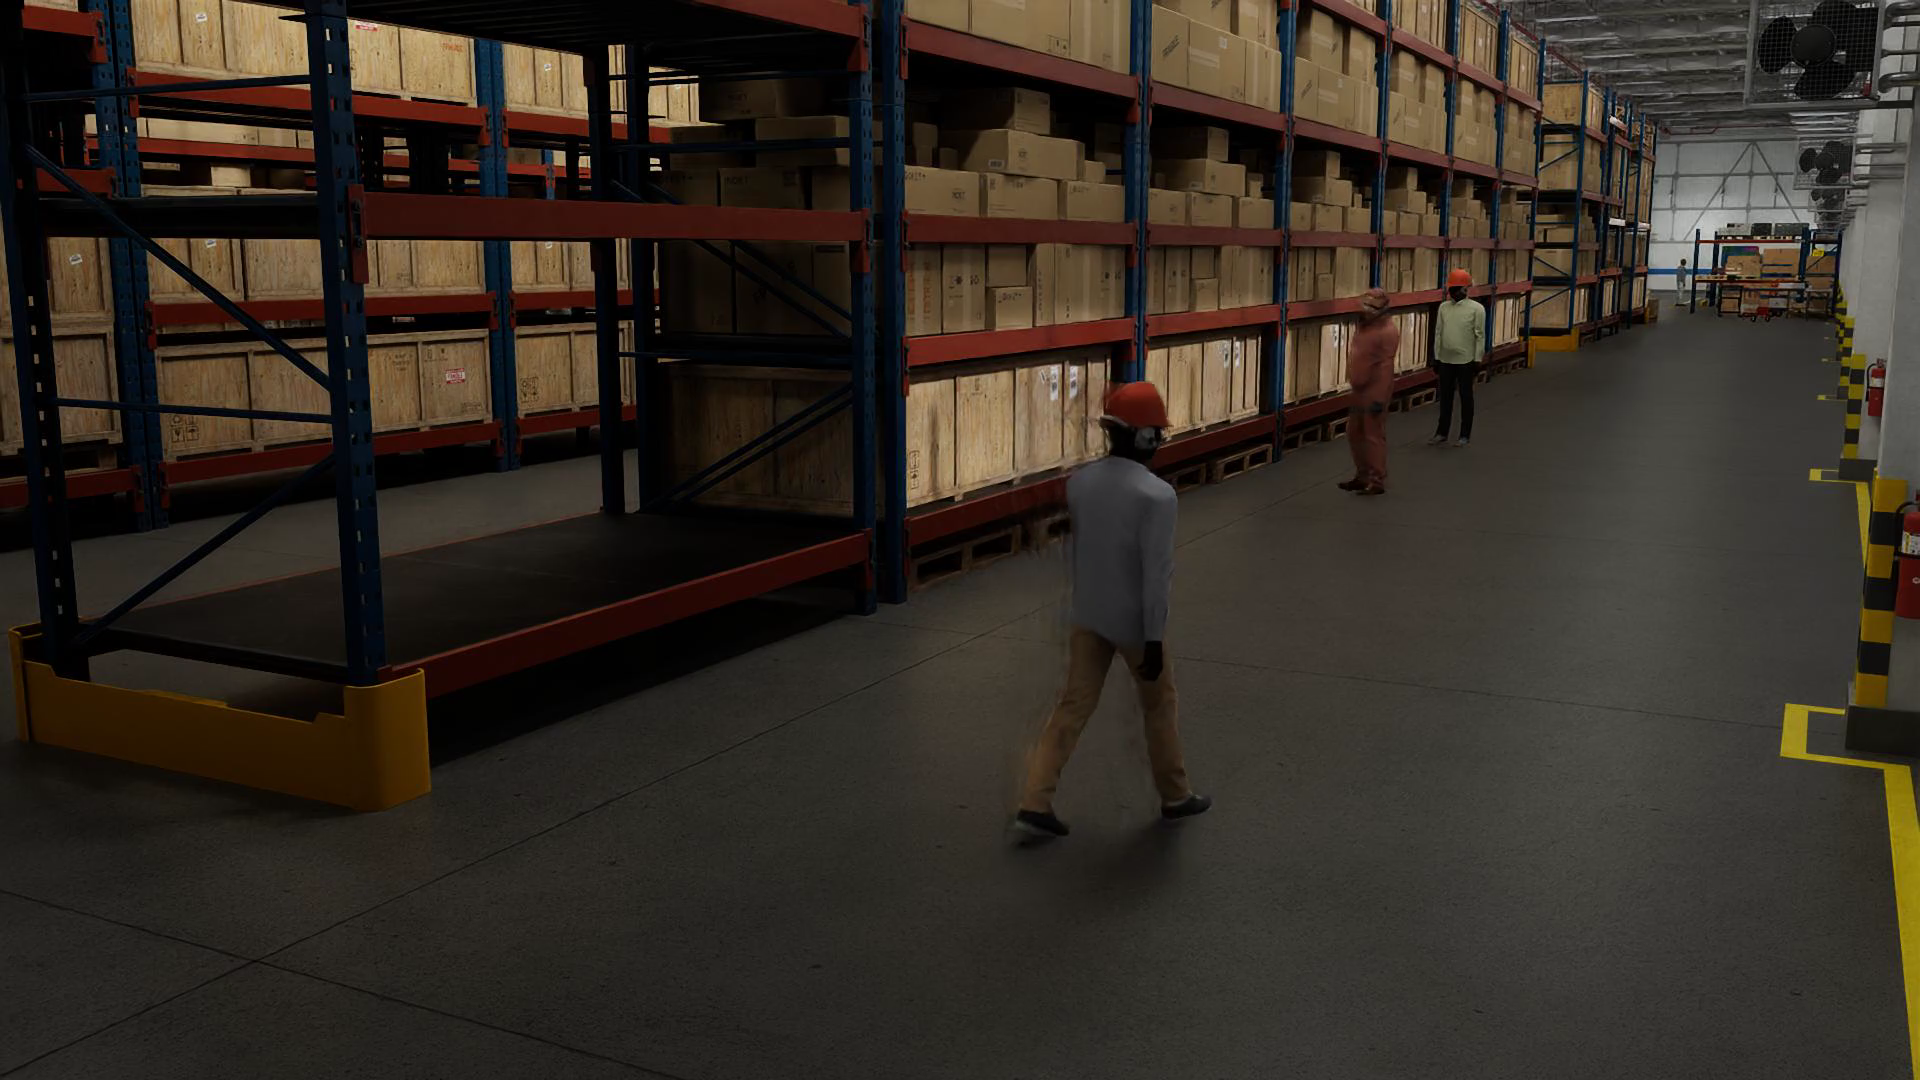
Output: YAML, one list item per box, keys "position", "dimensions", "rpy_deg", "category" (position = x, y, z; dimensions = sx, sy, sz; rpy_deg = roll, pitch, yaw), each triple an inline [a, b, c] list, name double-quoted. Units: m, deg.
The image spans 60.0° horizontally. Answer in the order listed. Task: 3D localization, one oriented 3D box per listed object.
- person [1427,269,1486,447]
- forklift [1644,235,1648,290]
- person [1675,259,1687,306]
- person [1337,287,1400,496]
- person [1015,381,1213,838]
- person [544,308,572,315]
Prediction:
- position: [5.592, -2.037, 18.715]
  dimensions: [0.392, 1.990, 0.611]
  rpy_deg: [-8, 13, -39]
  category: "person"
- position: [24.657, -9.792, 61.036]
  dimensions: [1.129, 2.768, 1.873]
  rpy_deg: [5, 11, 27]
  category: "forklift"
- position: [29.403, -10.484, 67.763]
  dimensions: [0.367, 1.939, 0.635]
  rpy_deg: [0, 10, 0]
  category: "person"
- position: [3.673, -1.318, 14.898]
  dimensions: [0.441, 1.878, 0.690]
  rpy_deg: [-2, 10, -12]
  category: "person"
- position: [0.573, 0.267, 6.191]
  dimensions: [0.889, 1.713, 0.593]
  rpy_deg: [-8, 12, -38]
  category: "person"
- position: [-5.725, -2.729, 23.549]
  dimensions: [0.502, 1.691, 0.901]
  rpy_deg: [4, 10, 21]
  category: "person"
